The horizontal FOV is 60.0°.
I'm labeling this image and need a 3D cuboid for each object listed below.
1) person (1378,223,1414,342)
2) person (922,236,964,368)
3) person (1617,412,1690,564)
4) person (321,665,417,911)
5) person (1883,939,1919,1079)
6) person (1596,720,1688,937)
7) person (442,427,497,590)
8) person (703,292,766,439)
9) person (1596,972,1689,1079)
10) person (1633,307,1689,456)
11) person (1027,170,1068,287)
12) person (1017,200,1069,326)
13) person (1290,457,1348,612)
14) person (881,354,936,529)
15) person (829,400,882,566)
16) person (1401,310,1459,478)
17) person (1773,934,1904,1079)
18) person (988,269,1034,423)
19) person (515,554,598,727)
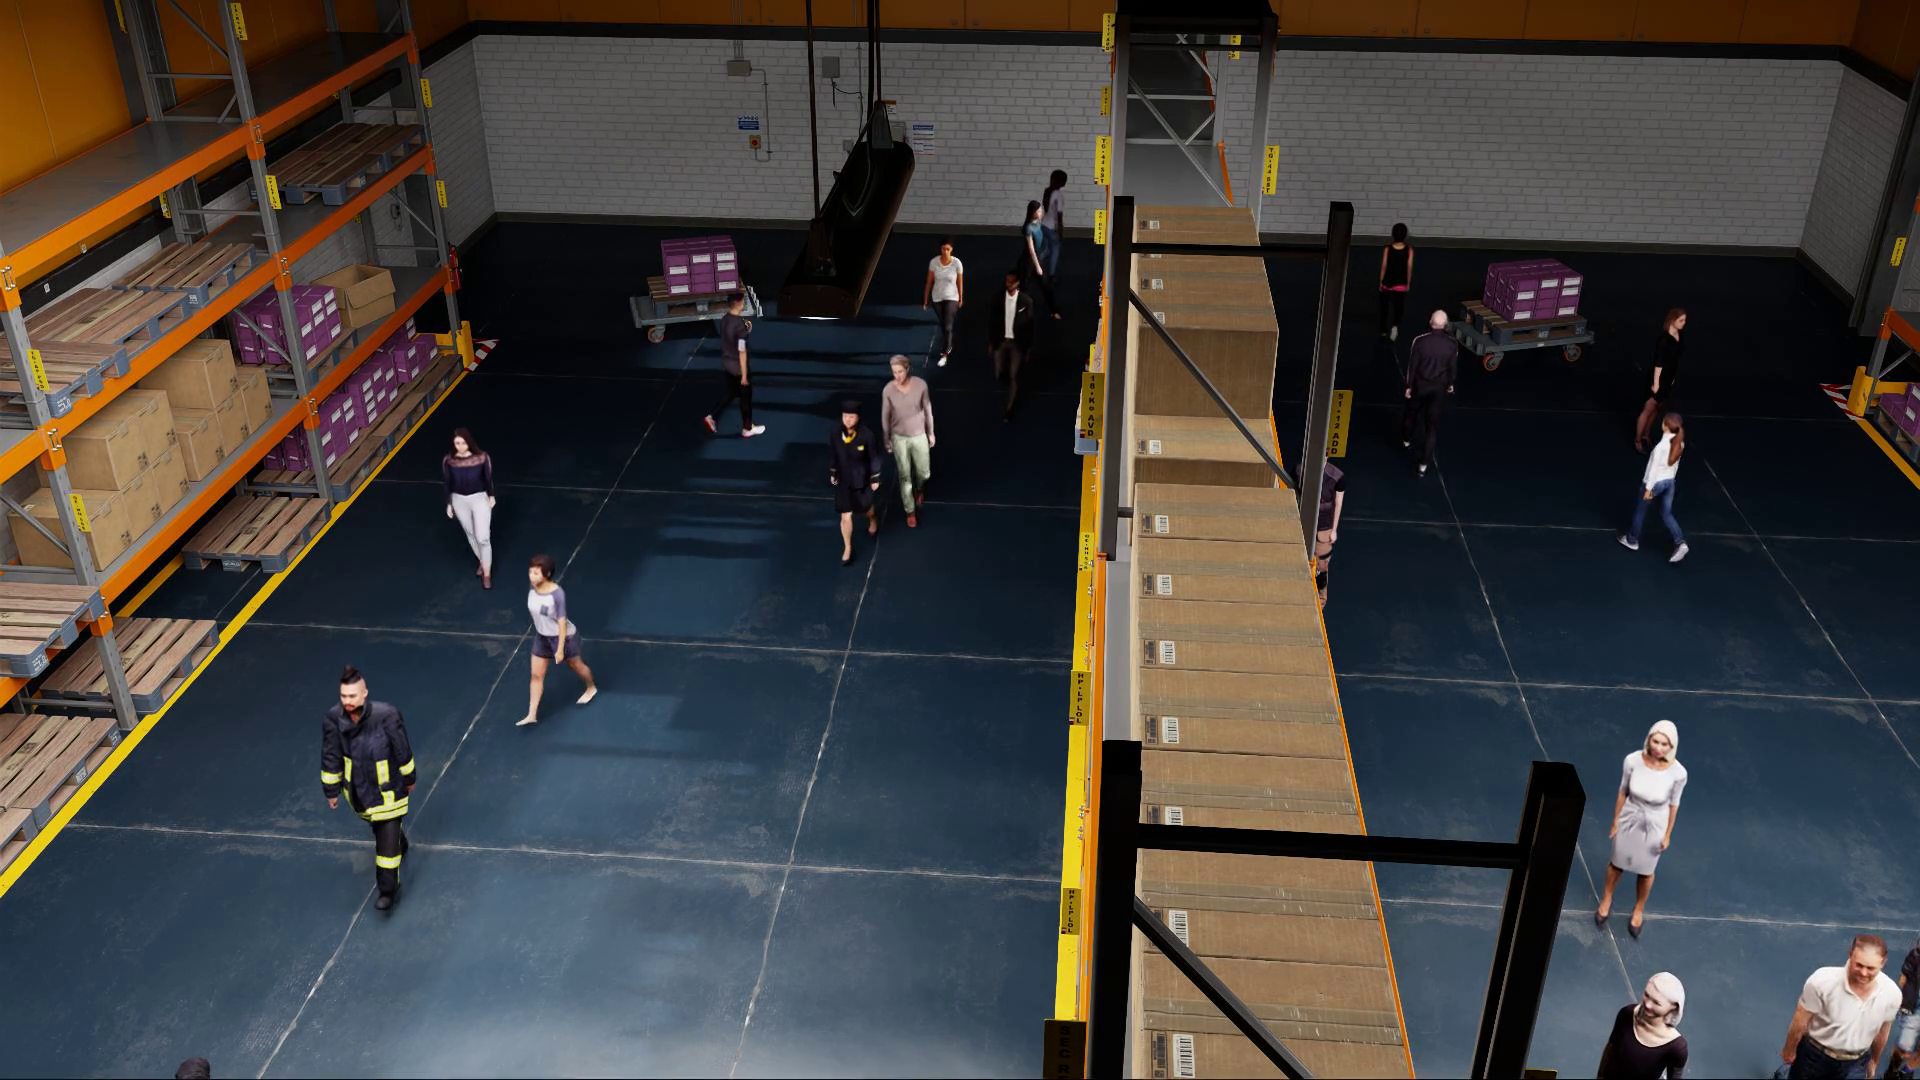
[{"bbox_3d":[5.575,-3.291,21.364,0.601,1.535,0.896,5,29,9],"label":"person"},{"bbox_3d":[-0.154,-3.033,20.812,0.752,1.610,0.995,11,31,20],"label":"person"},{"bbox_3d":[6.886,-0.497,16.240,0.842,1.536,1.076,-12,31,-21],"label":"person"},{"bbox_3d":[-4.191,1.668,11.970,0.787,1.825,1.098,1,29,1],"label":"person"},{"bbox_3d":[5.969,2.830,10.245,0.609,1.435,0.617,9,30,17],"label":"person"},{"bbox_3d":[4.717,1.965,11.505,0.634,1.748,0.633,14,32,24],"label":"person"},{"bbox_3d":[-4.676,-0.367,15.946,0.653,1.589,0.815,-1,29,-2],"label":"person"},{"bbox_3d":[-2.580,-1.917,18.623,1.039,1.748,1.001,-19,34,-31],"label":"person"},{"bbox_3d":[3.746,3.133,9.279,0.710,1.830,0.645,-21,35,-33],"label":"person"},{"bbox_3d":[7.754,-1.776,18.409,0.644,1.704,0.715,-24,37,-37],"label":"person"},{"bbox_3d":[1.208,-4.263,22.979,0.944,1.694,0.935,-16,32,-27],"label":"person"},{"bbox_3d":[0.828,-3.589,21.743,0.851,1.694,1.093,10,30,18],"label":"person"},{"bbox_3d":[3.237,-0.146,15.276,0.757,1.842,0.721,13,31,22],"label":"person"},{"bbox_3d":[-0.537,-1.069,16.958,0.816,1.852,0.908,-5,29,-9],"label":"person"},{"bbox_3d":[-0.994,-0.609,16.332,0.847,1.644,1.083,8,30,15],"label":"person"},{"bbox_3d":[5.046,-1.539,17.883,0.737,1.791,1.143,4,29,8],"label":"person"},{"bbox_3d":[5.046,2.924,9.660,0.801,1.831,1.125,8,30,15],"label":"person"},{"bbox_3d":[0.594,-2.285,19.255,0.742,1.787,0.957,6,29,10],"label":"person"},{"bbox_3d":[-3.330,0.788,13.911,0.891,1.510,1.122,17,33,28],"label":"person"}]
